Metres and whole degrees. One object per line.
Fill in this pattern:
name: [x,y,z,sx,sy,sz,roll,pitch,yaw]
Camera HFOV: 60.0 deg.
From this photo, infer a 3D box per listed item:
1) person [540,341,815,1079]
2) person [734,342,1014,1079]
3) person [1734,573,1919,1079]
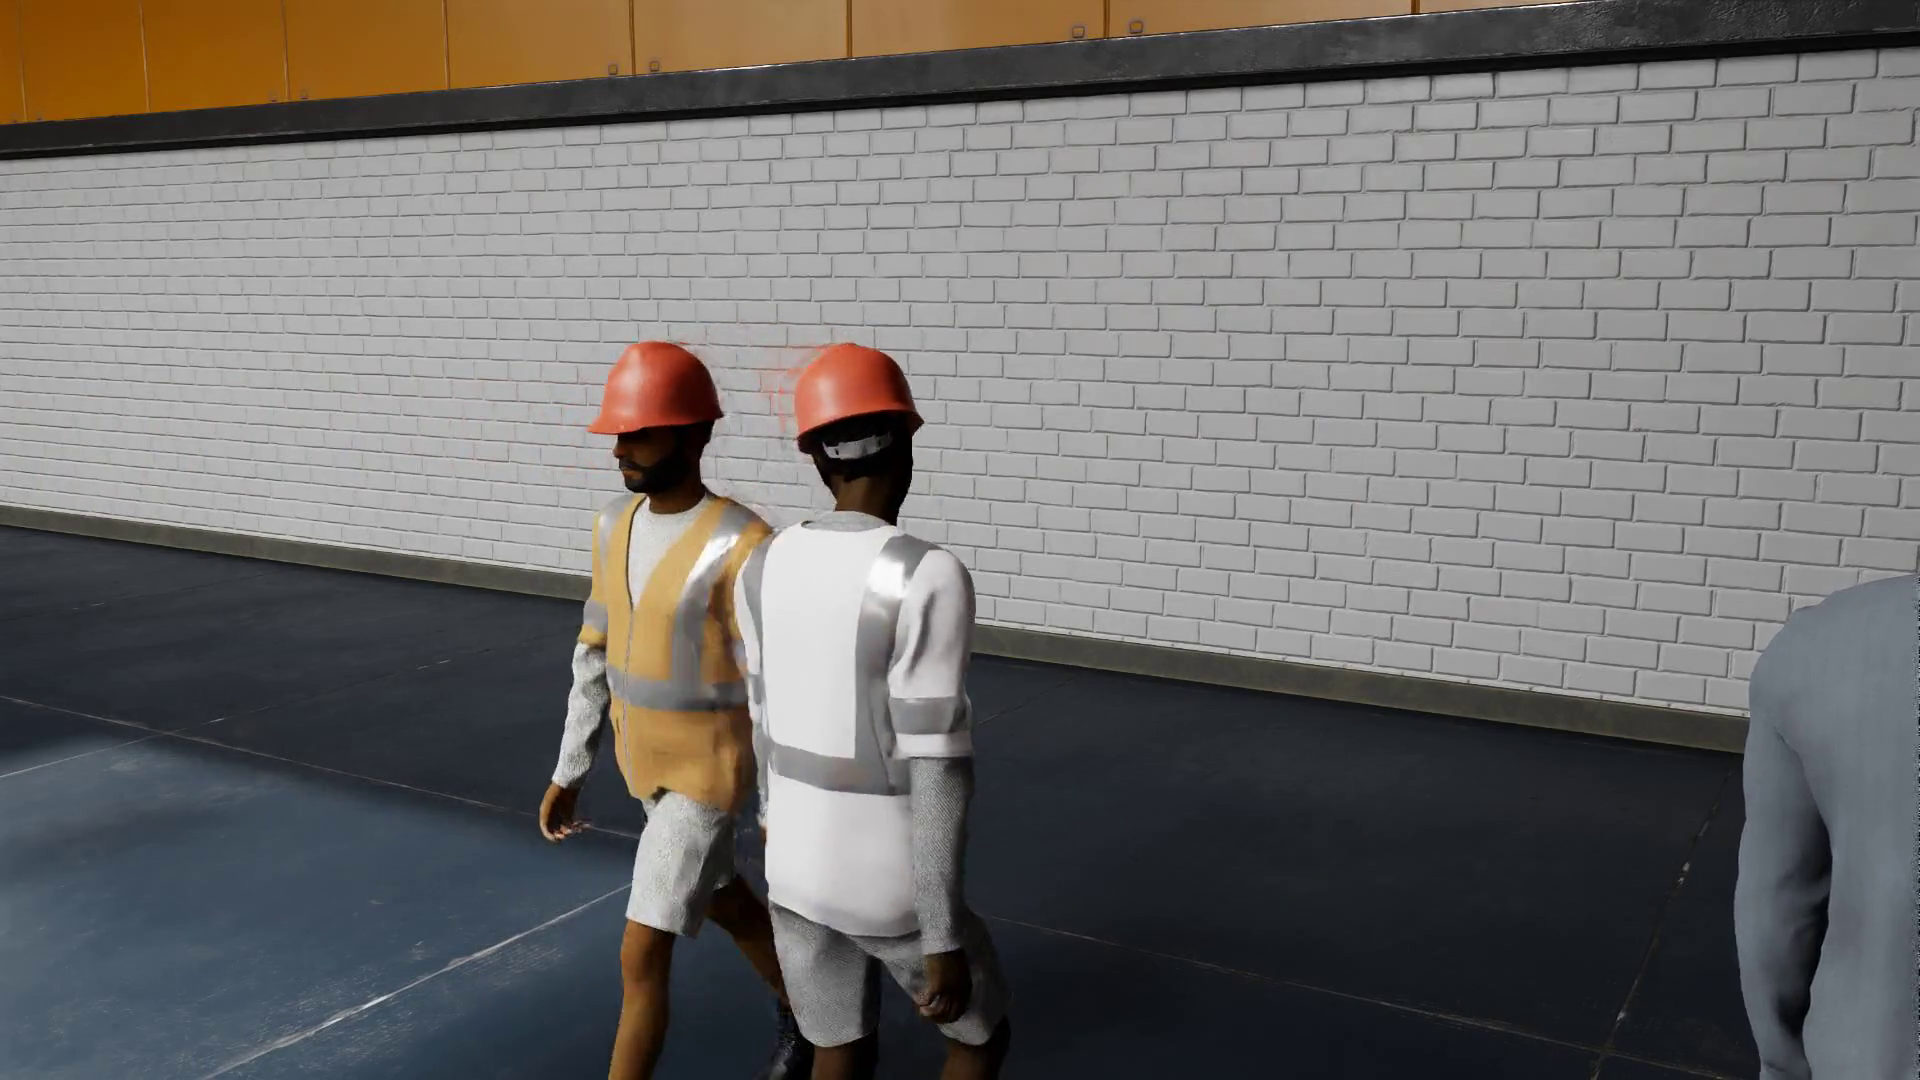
person: [-0.603,0.498,3.729,0.544,1.890,1.045,9,13,44]
person: [-0.112,0.595,3.055,0.593,1.895,0.614,8,12,42]
person: [1.260,0.735,2.054,0.374,1.939,0.629,-6,11,-33]
